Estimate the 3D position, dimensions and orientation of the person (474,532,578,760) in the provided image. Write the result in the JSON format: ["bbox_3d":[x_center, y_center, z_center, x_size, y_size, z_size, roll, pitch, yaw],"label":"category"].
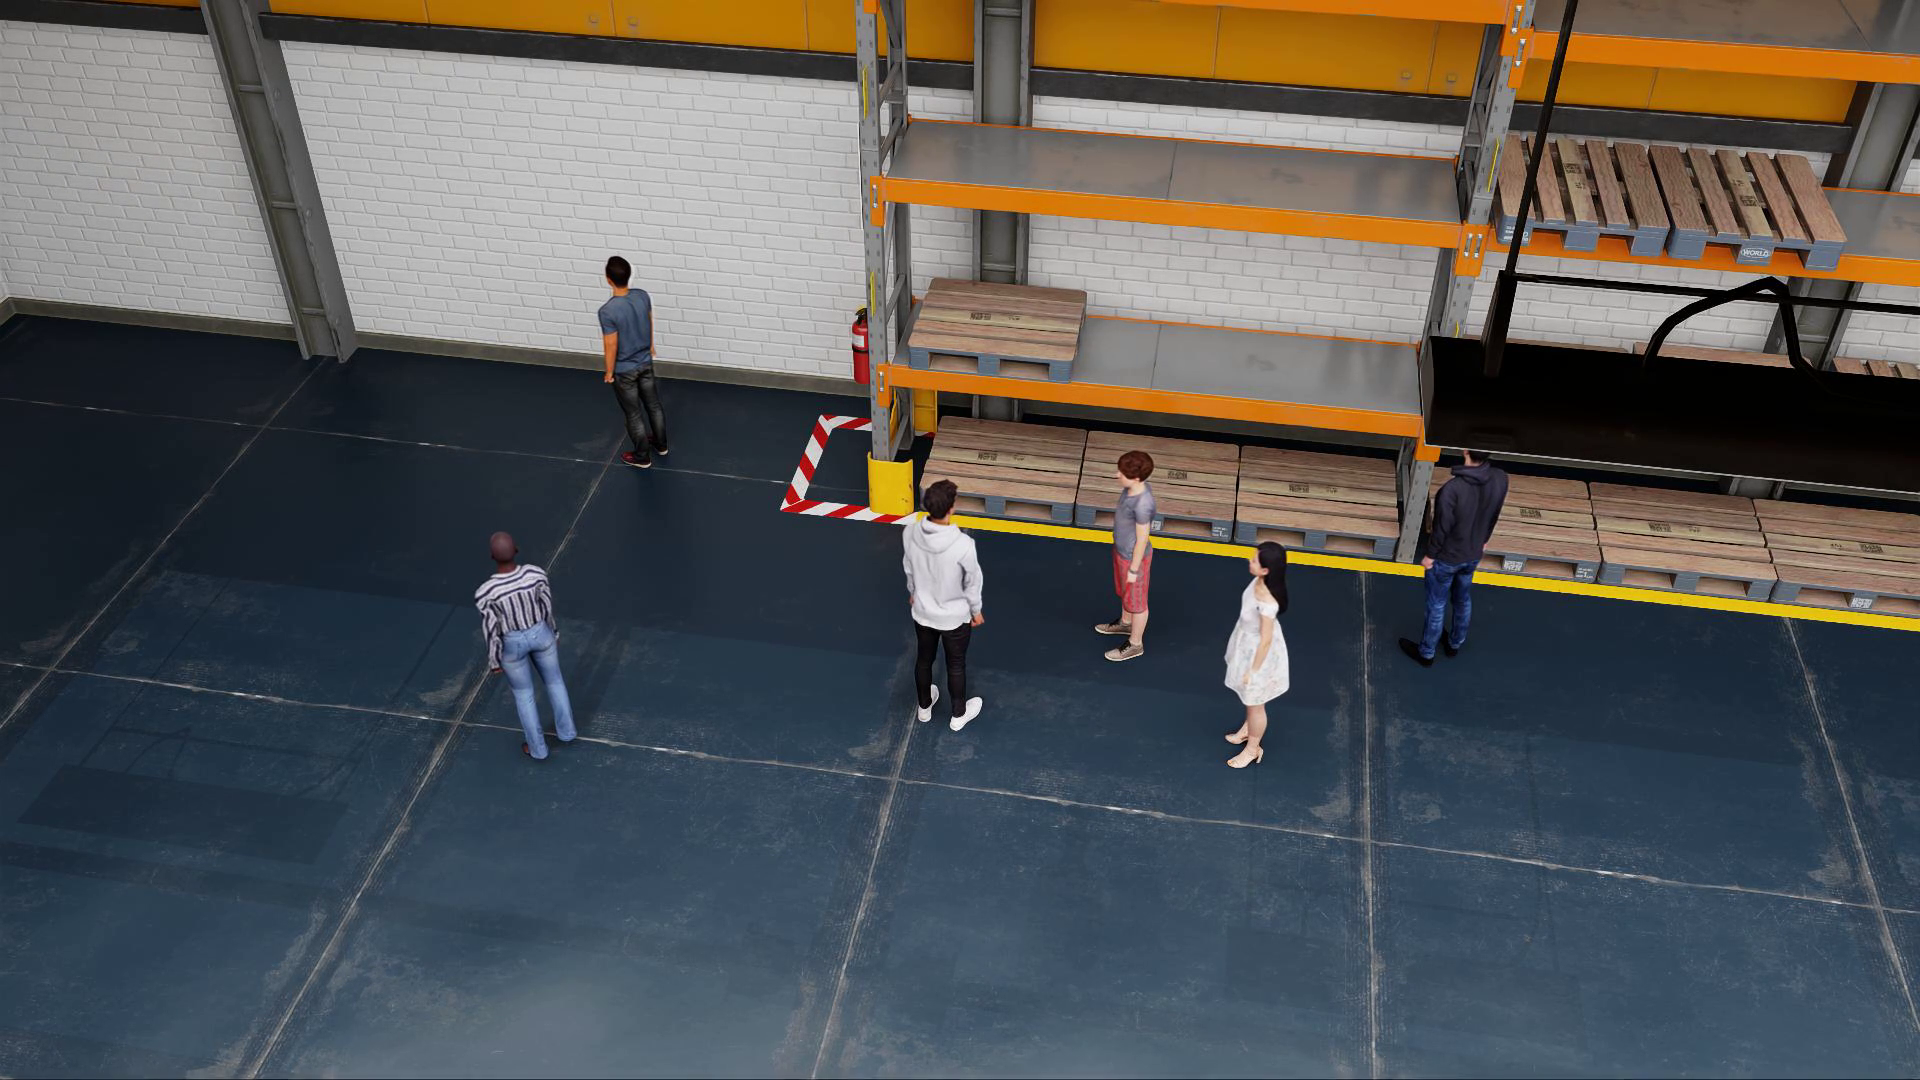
[{"bbox_3d":[-2.711,0.670,10.402,0.696,1.795,0.752,-24,45,-27],"label":"person"}]

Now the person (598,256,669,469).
[{"bbox_3d":[-2.558,-1.386,12.965,0.705,1.809,0.732,25,45,28],"label":"person"}]

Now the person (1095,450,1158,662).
[{"bbox_3d":[1.171,0.086,11.249,0.628,1.651,0.643,-6,39,-7],"label":"person"}]

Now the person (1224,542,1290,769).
[{"bbox_3d":[1.845,0.719,10.357,0.619,1.774,0.637,6,39,7],"label":"person"}]

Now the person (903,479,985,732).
[{"bbox_3d":[-0.118,0.428,10.597,0.610,1.931,0.785,14,41,17],"label":"person"}]

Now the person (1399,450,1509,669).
[{"bbox_3d":[3.311,0.062,11.085,0.718,1.893,0.825,-16,41,-19],"label":"person"}]
